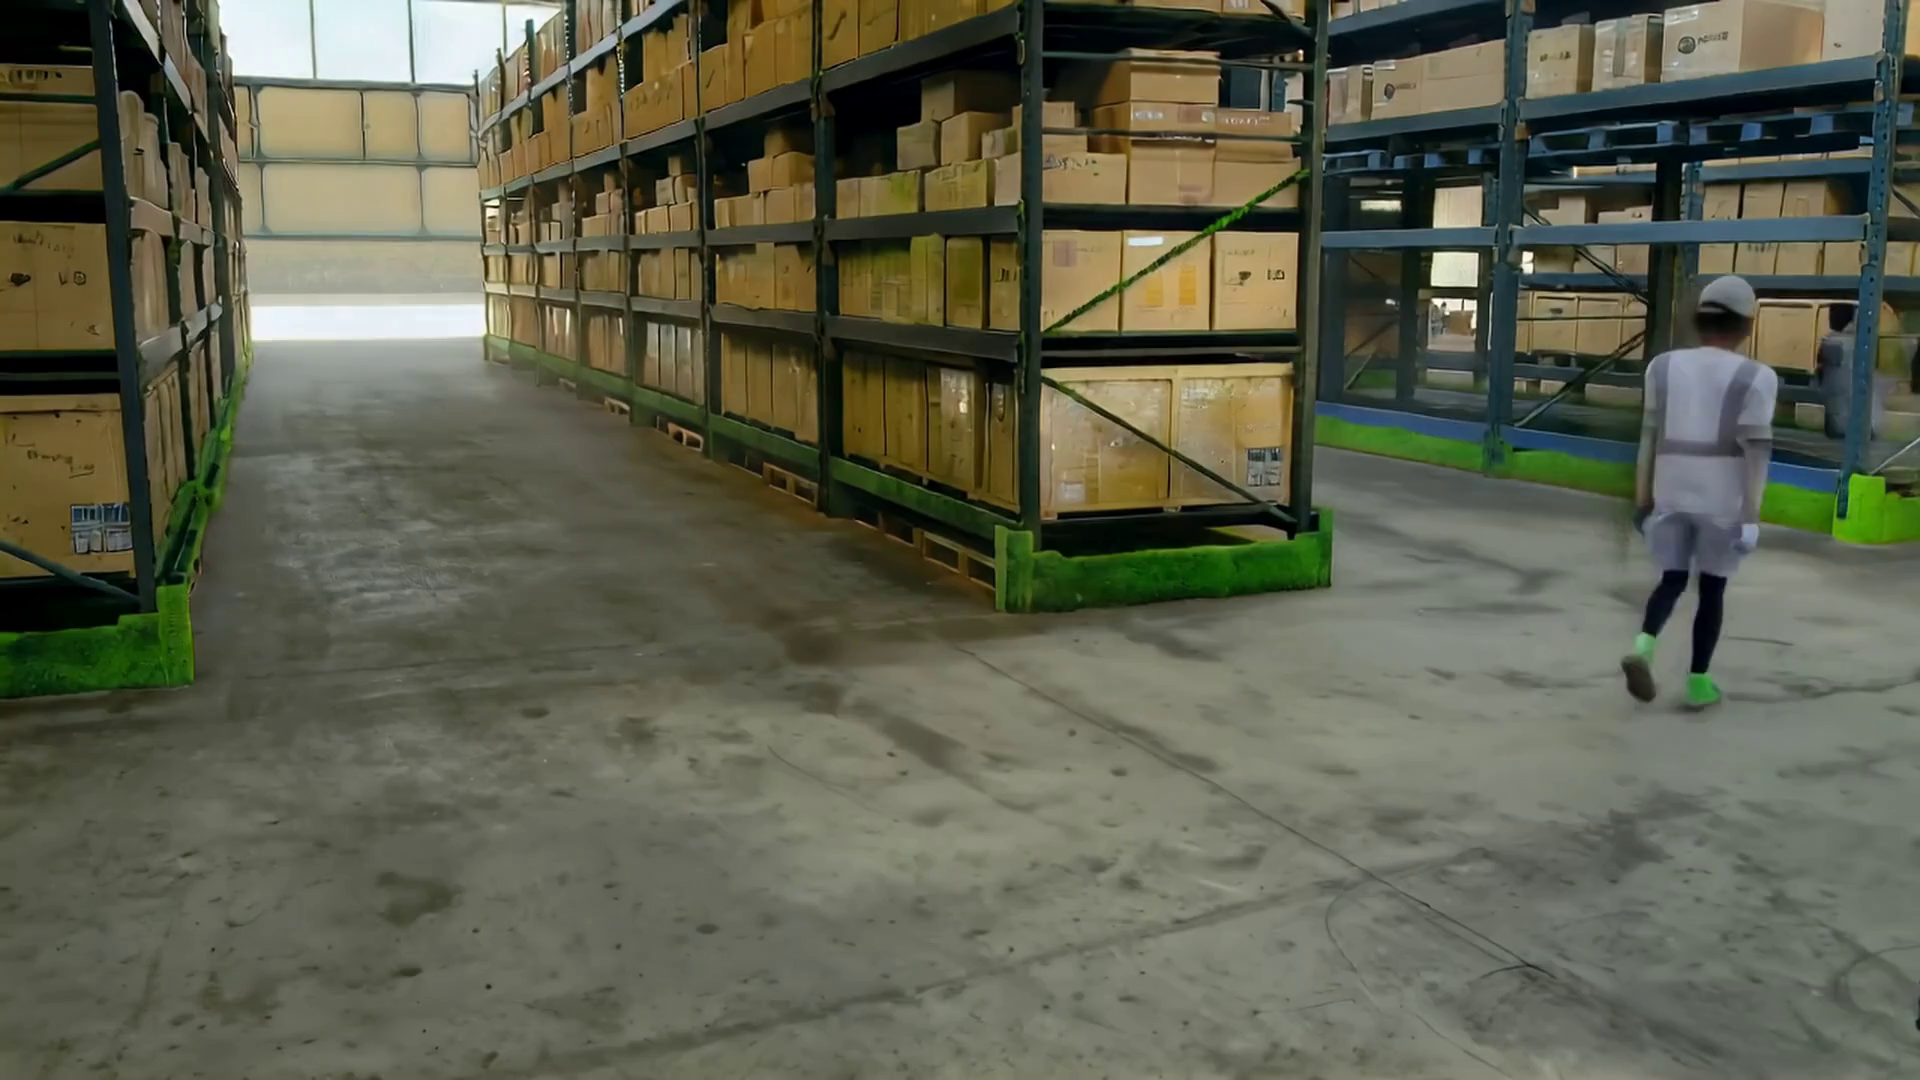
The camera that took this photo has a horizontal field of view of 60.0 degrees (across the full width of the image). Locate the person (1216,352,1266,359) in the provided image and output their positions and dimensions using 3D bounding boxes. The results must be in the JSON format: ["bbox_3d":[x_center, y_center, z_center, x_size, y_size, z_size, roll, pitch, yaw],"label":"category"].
[{"bbox_3d":[2.607,-1.538,16.000,0.636,1.917,0.826,-1,10,-6],"label":"person"}]

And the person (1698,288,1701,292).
[{"bbox_3d":[11.632,-3.254,26.256,0.570,1.905,0.875,-4,10,-21],"label":"person"}]

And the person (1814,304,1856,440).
[{"bbox_3d":[8.882,-1.528,16.670,0.538,1.671,0.755,-4,10,-22],"label":"person"}]

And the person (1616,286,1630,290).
[{"bbox_3d":[15.087,-5.228,38.051,0.731,1.927,0.616,1,10,7],"label":"person"}]

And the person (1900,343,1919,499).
[{"bbox_3d":[8.515,-1.292,14.512,0.409,1.907,0.651,9,13,42],"label":"person"}]

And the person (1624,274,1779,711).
[{"bbox_3d":[3.342,-0.190,7.569,0.601,2.024,0.631,-9,13,-42],"label":"person"}]

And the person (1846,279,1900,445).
[{"bbox_3d":[9.788,-1.864,17.983,0.398,1.899,0.647,-3,10,-16],"label":"person"}]
